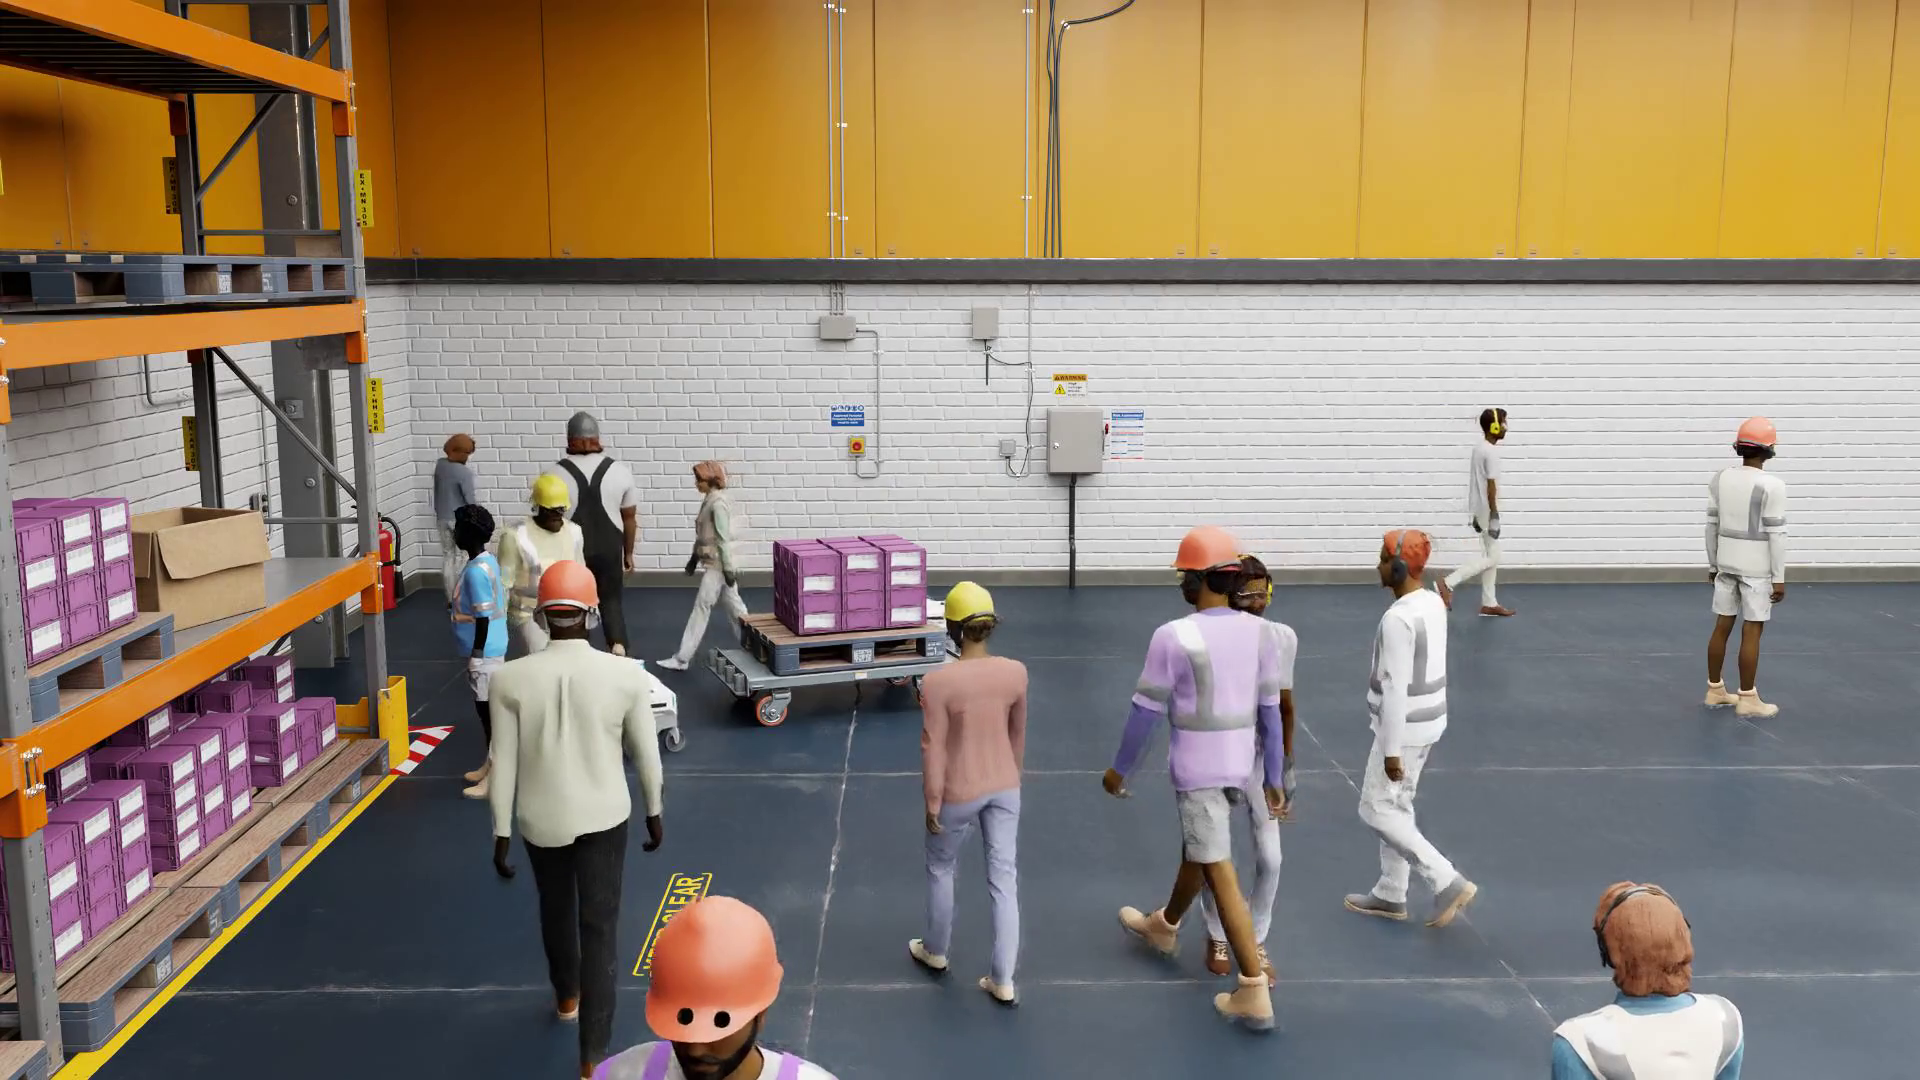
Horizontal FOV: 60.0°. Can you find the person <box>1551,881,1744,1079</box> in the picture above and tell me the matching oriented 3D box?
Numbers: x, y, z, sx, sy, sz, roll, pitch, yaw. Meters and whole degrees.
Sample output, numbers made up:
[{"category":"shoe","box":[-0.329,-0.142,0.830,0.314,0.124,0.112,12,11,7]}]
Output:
[{"category":"person","box":[1.563,1.599,3.859,0.514,1.636,0.315,-3,10,-19]}]

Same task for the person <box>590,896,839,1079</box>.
[{"category":"person","box":[-0.447,1.578,3.109,0.576,1.922,0.405,1,9,8]}]

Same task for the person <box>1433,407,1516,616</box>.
[{"category":"person","box":[4.512,-0.229,14.427,0.653,1.847,0.530,1,9,8]}]

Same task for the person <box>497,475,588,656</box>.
[{"category":"person","box":[-2.636,0.461,10.428,0.856,1.778,0.610,7,11,36]}]

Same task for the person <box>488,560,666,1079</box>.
[{"category":"person","box":[-1.455,1.044,6.352,0.648,1.944,1.038,-1,9,-9]}]

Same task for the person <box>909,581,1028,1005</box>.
[{"category":"person","box":[0.027,1.032,7.021,0.536,1.731,0.797,-5,10,-26]}]

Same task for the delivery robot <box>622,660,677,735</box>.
[{"category":"delivery robot","box":[-2.049,1.002,10.537,0.477,0.478,0.707,-5,10,-26]}]

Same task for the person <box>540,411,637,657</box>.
[{"category":"person","box":[-2.699,0.057,12.076,0.690,2.000,0.662,-3,10,-20]}]

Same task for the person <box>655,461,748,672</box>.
[{"category":"person","box":[-1.885,0.203,12.539,0.820,1.593,0.511,-2,9,-12]}]

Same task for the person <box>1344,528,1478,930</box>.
[{"category":"person","box":[2.081,0.874,7.600,0.561,1.866,0.582,7,11,36]}]

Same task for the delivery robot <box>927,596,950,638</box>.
[{"category":"delivery robot","box":[-0.363,0.611,12.934,0.707,0.478,0.477,-2,9,-15]}]

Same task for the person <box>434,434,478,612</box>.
[{"category":"person","box":[-4.443,-0.140,14.667,0.588,1.603,0.357,6,11,35]}]

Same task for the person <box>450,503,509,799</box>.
[{"category":"person","box":[-2.767,0.634,9.592,0.316,1.696,0.540,-2,10,-13]}]

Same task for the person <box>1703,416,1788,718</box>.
[{"category":"person","box":[5.350,0.181,11.294,0.367,2.046,0.615,-4,10,-22]}]

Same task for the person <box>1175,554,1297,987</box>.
[{"category":"person","box":[1.171,0.975,7.033,0.545,1.847,0.576,0,9,-1]}]

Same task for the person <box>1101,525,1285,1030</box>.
[{"category":"person","box":[1.000,0.929,6.893,0.626,1.978,1.083,-7,11,-36]}]
